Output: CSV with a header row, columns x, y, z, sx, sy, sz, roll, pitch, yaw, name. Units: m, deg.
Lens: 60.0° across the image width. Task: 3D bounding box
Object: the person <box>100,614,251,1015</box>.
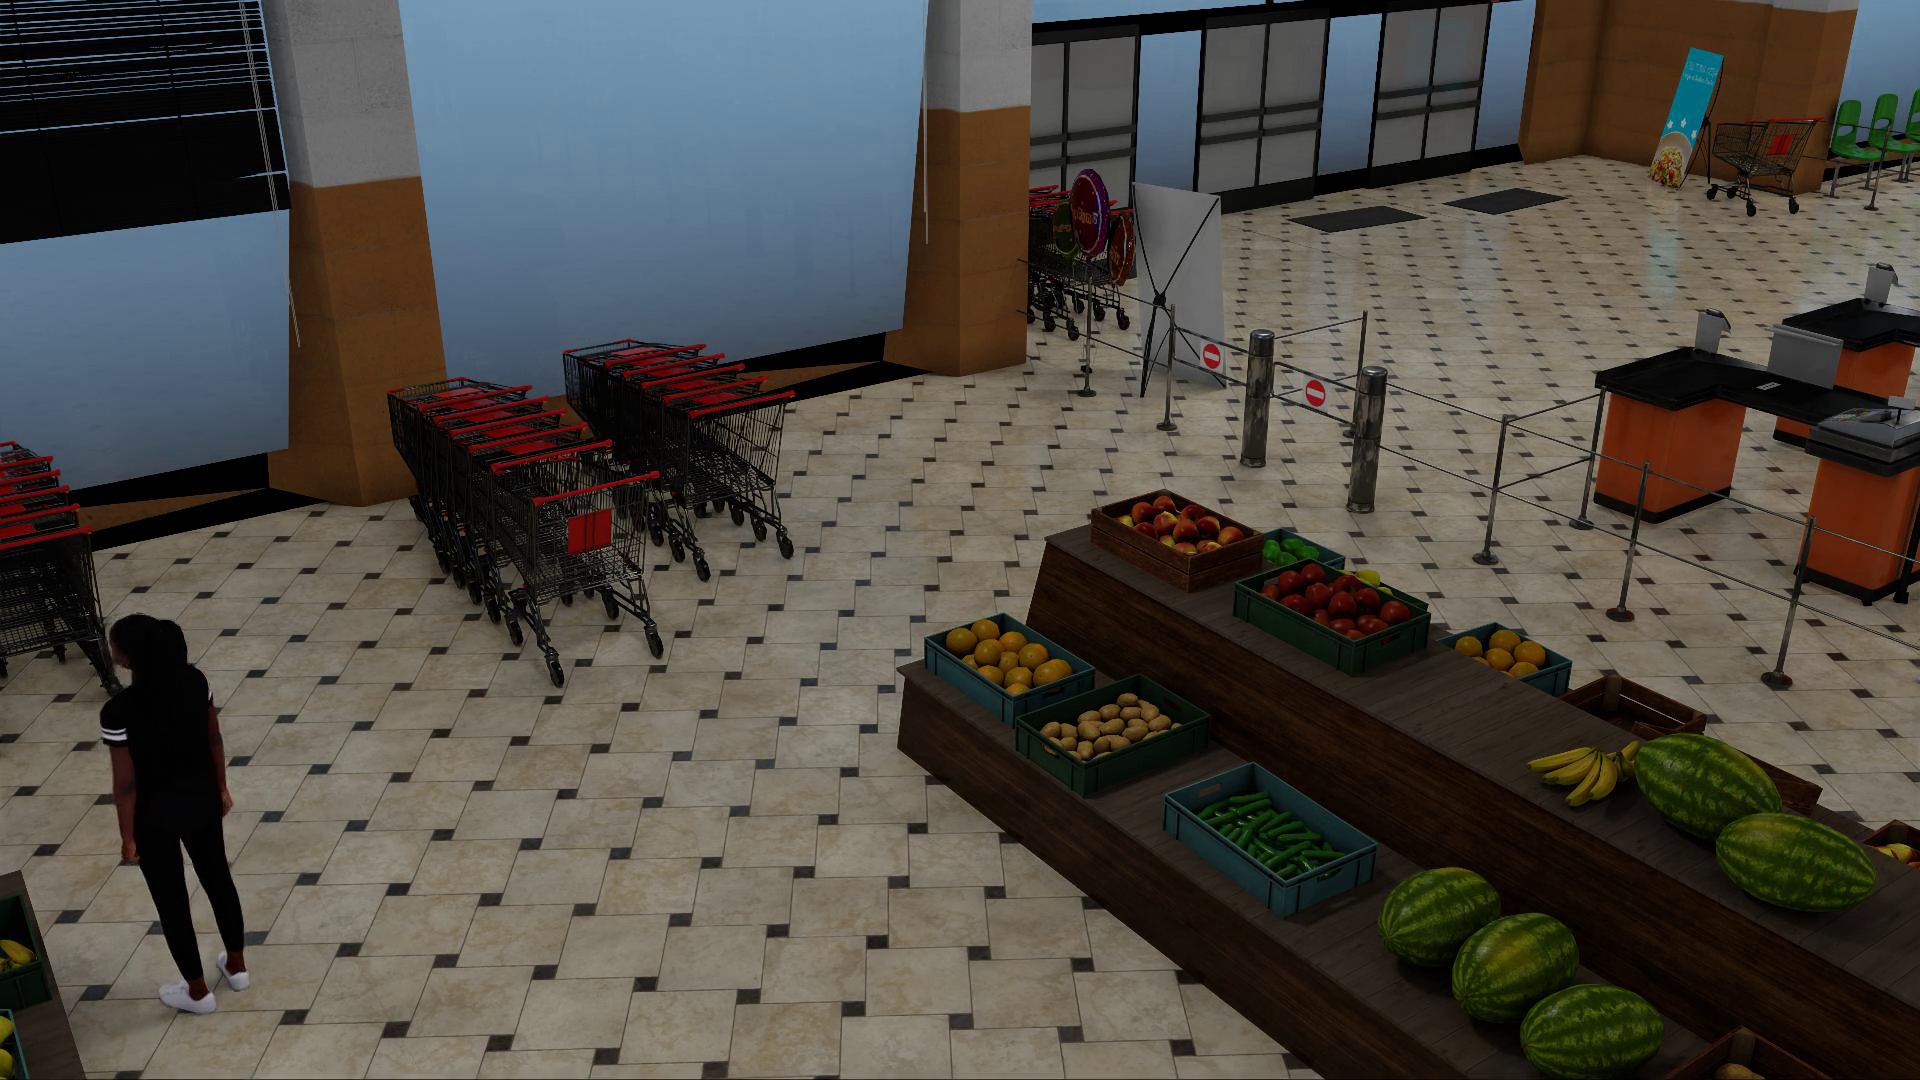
x,y,z,sx,sy,sz,roll,pitch,yaw,name
-3.070,1.063,6.503,0.708,1.732,0.712,16,28,32,person
